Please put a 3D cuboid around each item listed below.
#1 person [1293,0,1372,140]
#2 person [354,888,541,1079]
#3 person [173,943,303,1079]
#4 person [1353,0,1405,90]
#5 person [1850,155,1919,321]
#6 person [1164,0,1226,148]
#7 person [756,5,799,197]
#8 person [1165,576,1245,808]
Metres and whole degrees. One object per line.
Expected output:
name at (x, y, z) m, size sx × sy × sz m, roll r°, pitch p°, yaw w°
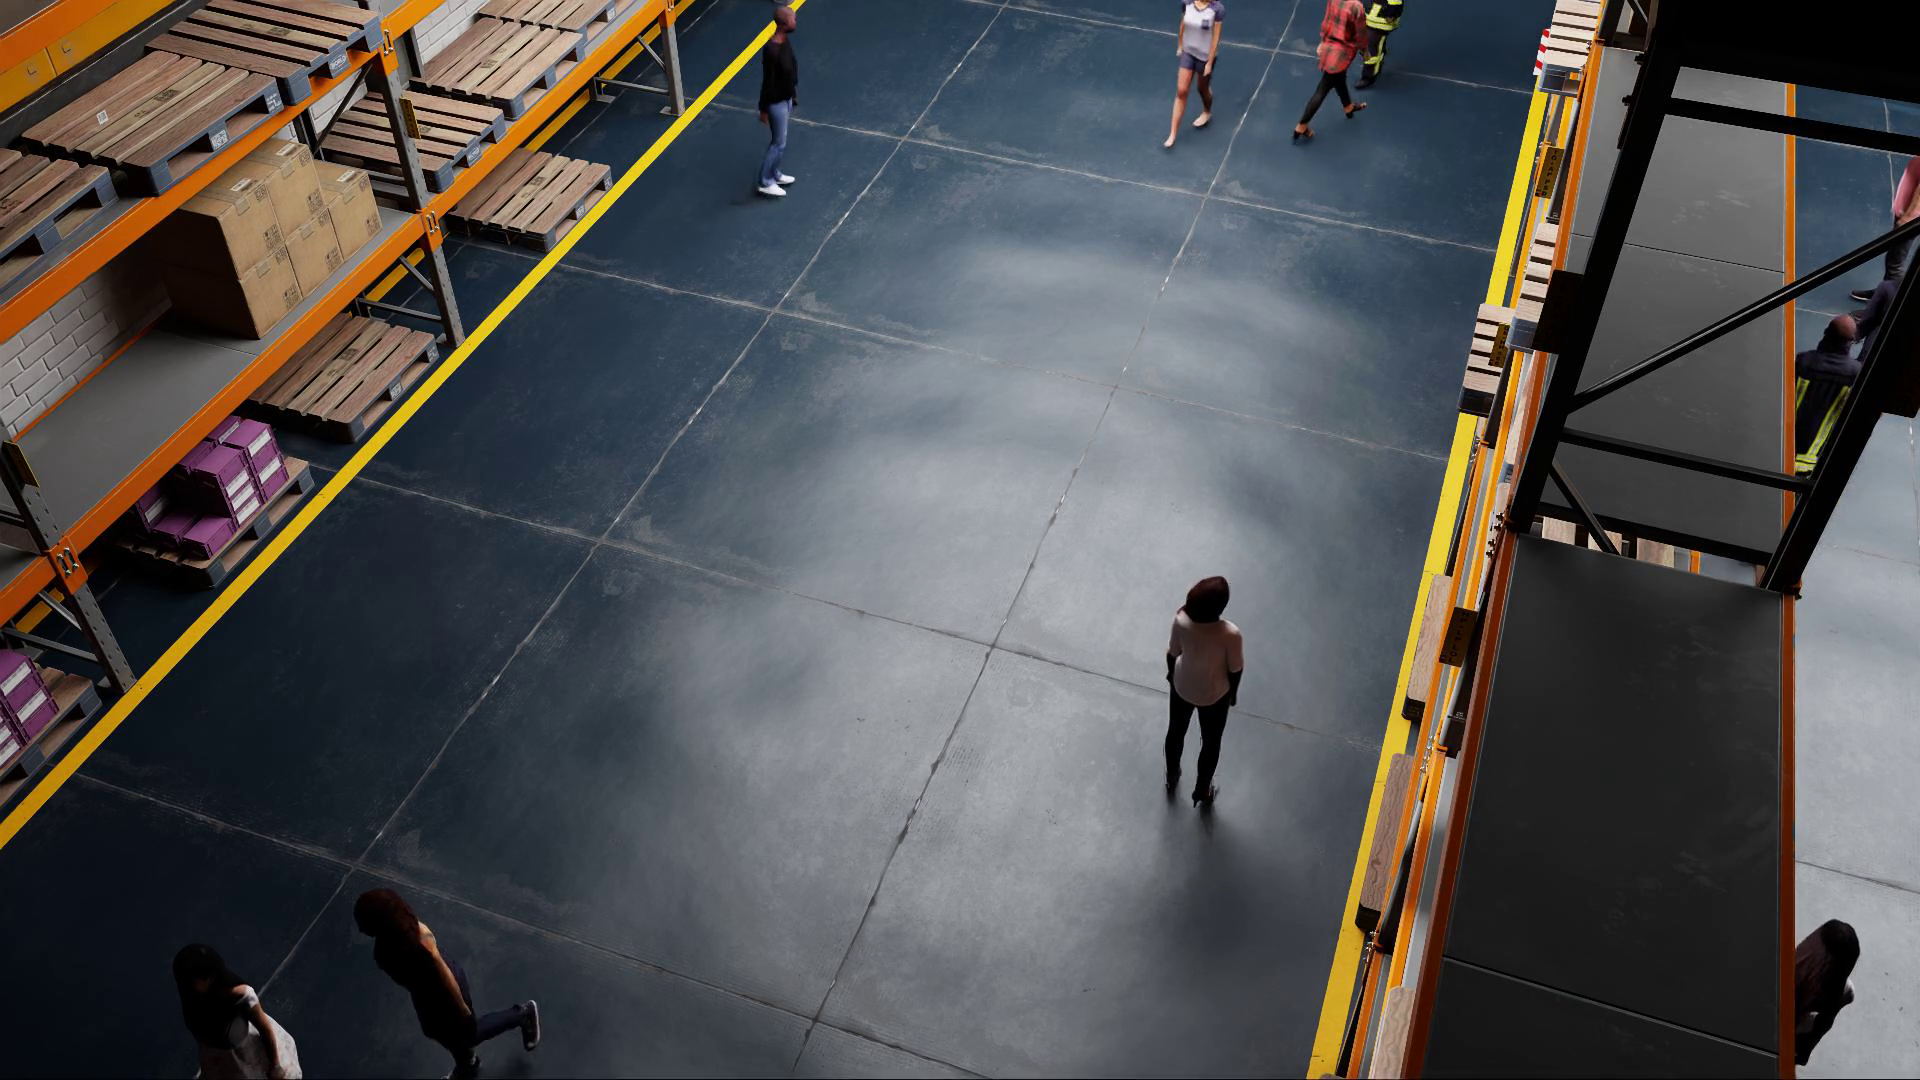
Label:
person at (3.455, -4.488, 15.528) m, size 1.169 × 1.646 × 1.076 m, roll -20°, pitch 47°, yaw -20°
person at (-2.581, 2.216, 8.423) m, size 0.802 × 1.738 × 0.980 m, roll 27°, pitch 50°, yaw 26°
person at (-3.481, 2.503, 8.096) m, size 0.672 × 1.774 × 0.662 m, roll 9°, pitch 44°, yaw 10°
person at (4.181, -5.352, 16.286) m, size 1.009 × 1.851 × 0.952 m, roll -20°, pitch 47°, yaw -20°
person at (7.681, -2.650, 13.374) m, size 0.684 × 1.955 × 0.521 m, roll 18°, pitch 46°, yaw 18°
person at (2.278, -4.552, 15.570) m, size 0.754 × 1.679 × 1.065 m, roll 26°, pitch 49°, yaw 25°
person at (-1.689, -3.903, 14.871) m, size 0.811 × 1.705 × 0.676 m, roll 14°, pitch 45°, yaw 14°
person at (1.403, 0.899, 9.765) m, size 0.635 × 1.795 × 0.584 m, roll 18°, pitch 47°, yaw 18°
